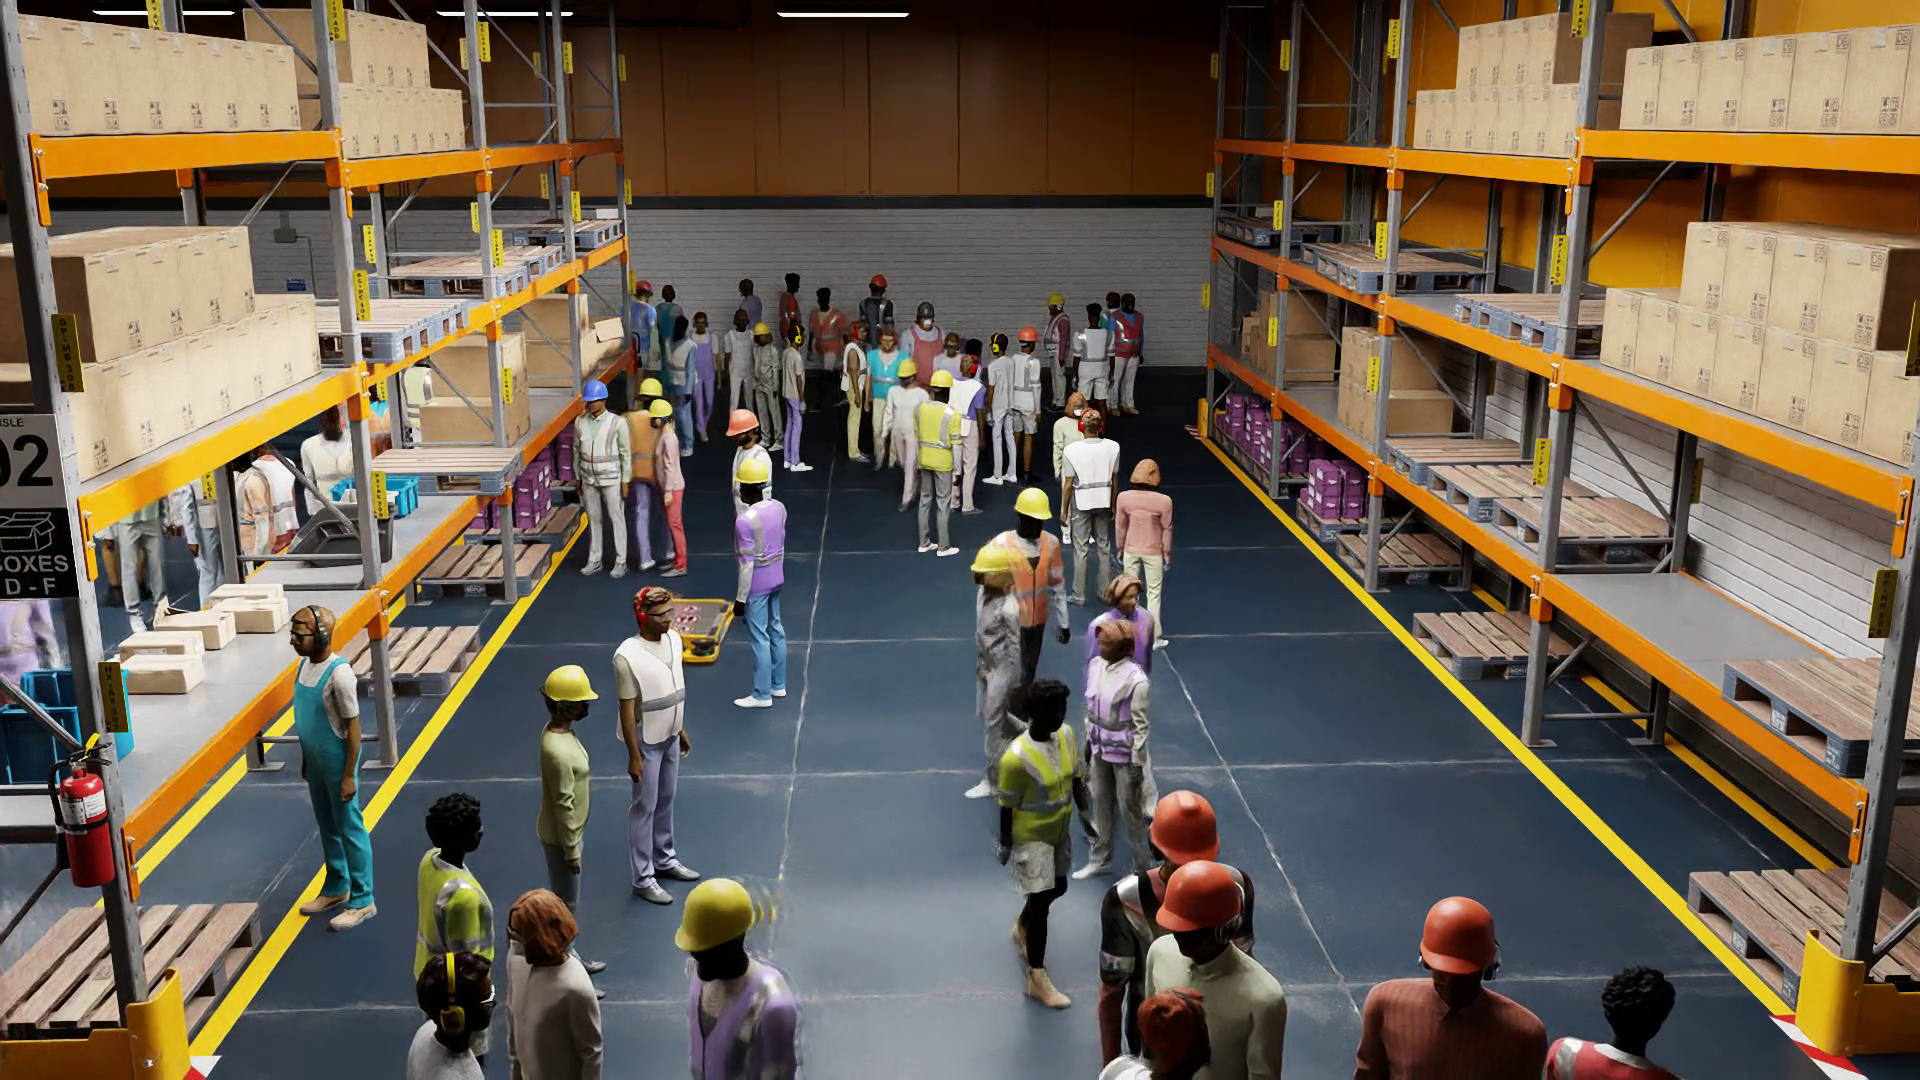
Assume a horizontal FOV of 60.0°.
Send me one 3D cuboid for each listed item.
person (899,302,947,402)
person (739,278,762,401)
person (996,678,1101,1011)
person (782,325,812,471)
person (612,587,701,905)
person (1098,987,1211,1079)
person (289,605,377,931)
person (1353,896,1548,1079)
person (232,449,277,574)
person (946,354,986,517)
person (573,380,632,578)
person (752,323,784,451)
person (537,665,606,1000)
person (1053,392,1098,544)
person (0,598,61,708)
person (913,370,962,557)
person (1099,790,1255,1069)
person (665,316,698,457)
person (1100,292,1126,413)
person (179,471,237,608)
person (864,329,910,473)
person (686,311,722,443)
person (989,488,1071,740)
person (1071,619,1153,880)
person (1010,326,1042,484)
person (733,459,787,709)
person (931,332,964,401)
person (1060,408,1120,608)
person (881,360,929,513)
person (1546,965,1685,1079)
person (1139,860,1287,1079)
[{"bbox_3d":[-0.440,-2.166,22.222,0.681,2.000,0.538,-6,15,-22],"label":"person"},{"bbox_3d":[-3.325,-3.186,26.450,0.366,1.933,0.628,4,15,15],"label":"person"},{"bbox_3d":[0.417,1.500,8.576,0.610,1.662,0.533,12,18,38],"label":"person"},{"bbox_3d":[-2.095,-1.804,21.165,0.327,1.862,0.510,-7,16,-27],"label":"person"},{"bbox_3d":[-1.764,1.154,9.577,0.390,1.846,0.564,6,15,21],"label":"person"},{"bbox_3d":[0.615,2.273,5.133,0.348,1.870,0.641,-6,16,-23],"label":"person"},{"bbox_3d":[-3.501,1.246,9.218,0.510,1.846,0.341,11,18,38],"label":"person"},{"bbox_3d":[1.595,2.106,5.543,0.611,1.995,0.375,5,15,18],"label":"person"},{"bbox_3d":[-5.905,0.022,13.861,0.383,1.924,0.594,-8,16,-29],"label":"person"},{"bbox_3d":[0.055,-1.181,18.793,0.417,1.828,0.562,-13,19,-42],"label":"person"},{"bbox_3d":[-3.498,-0.596,16.241,0.616,1.946,0.392,5,15,18],"label":"person"},{"bbox_3d":[-2.638,-2.074,22.477,0.487,1.735,0.336,13,19,41],"label":"person"},{"bbox_3d":[-1.978,1.485,8.460,0.339,1.761,0.524,-3,15,-13],"label":"person"},{"bbox_3d":[1.223,-0.756,17.520,0.503,1.623,0.299,-4,15,-16],"label":"person"},{"bbox_3d":[-6.075,0.897,10.510,0.600,1.879,0.937,0,14,0],"label":"person"},{"bbox_3d":[-0.214,-0.786,17.063,0.581,1.919,0.404,9,17,32],"label":"person"},{"bbox_3d":[0.832,1.893,6.319,0.612,2.031,0.403,-4,15,-14],"label":"person"},{"bbox_3d":[-3.730,-2.053,22.136,0.368,1.879,0.768,-13,19,-42],"label":"person"},{"bbox_3d":[2.356,-2.862,25.362,0.638,1.839,0.429,-8,17,-30],"label":"person"},{"bbox_3d":[-6.441,-0.094,14.364,0.410,1.908,0.598,7,16,25],"label":"person"},{"bbox_3d":[-0.931,-1.757,21.029,0.617,1.821,0.751,2,14,8],"label":"person"},{"bbox_3d":[-3.609,-2.304,23.213,0.525,1.817,0.751,-4,15,-16],"label":"person"},{"bbox_3d":[0.527,0.583,11.676,0.621,1.908,0.652,-9,17,-32],"label":"person"},{"bbox_3d":[0.939,1.250,9.688,0.518,1.648,0.540,-9,17,-33],"label":"person"},{"bbox_3d":[0.814,-1.657,20.455,0.387,1.929,0.544,-12,19,-40],"label":"person"},{"bbox_3d":[-1.536,0.331,12.643,0.369,1.928,0.585,6,16,23],"label":"person"},{"bbox_3d":[-0.086,-1.731,20.961,0.558,1.817,0.555,4,15,16],"label":"person"},{"bbox_3d":[1.193,-0.290,15.243,0.564,1.846,0.390,-5,15,-20],"label":"person"},{"bbox_3d":[-0.597,-1.239,19.187,0.526,1.727,0.824,6,16,23],"label":"person"},{"bbox_3d":[2.212,2.240,5.642,0.534,1.687,0.320,11,18,38],"label":"person"},{"bbox_3d":[0.846,2.041,5.822,0.408,1.986,0.617,-12,19,-40],"label":"person"}]
